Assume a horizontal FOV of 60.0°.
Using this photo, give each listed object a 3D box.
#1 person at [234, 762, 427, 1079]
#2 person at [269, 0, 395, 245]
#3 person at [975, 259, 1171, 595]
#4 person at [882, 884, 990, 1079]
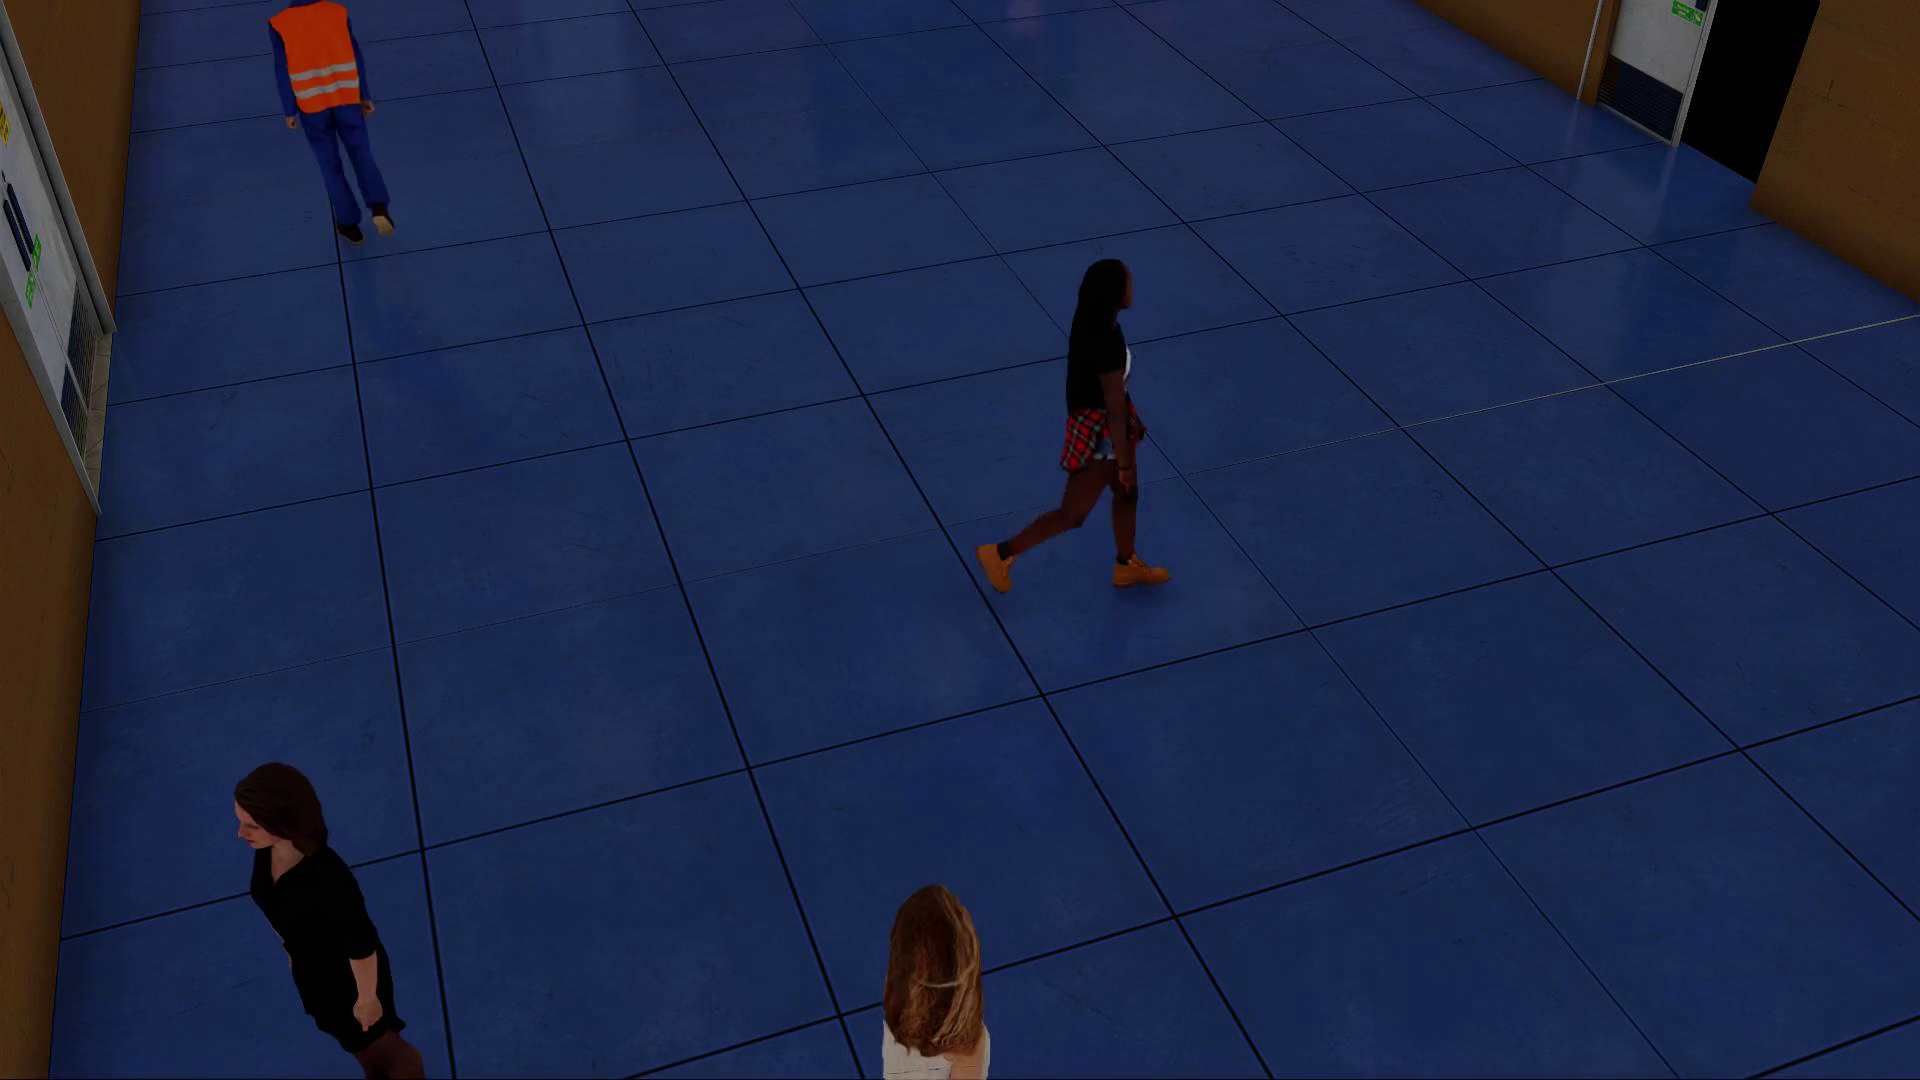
[{"bbox_3d":[-1.896,1.308,5.089,0.660,1.704,0.668,25,44,30],"label":"person"},{"bbox_3d":[-3.865,-2.653,10.257,0.910,1.851,0.888,-24,43,-28],"label":"person"},{"bbox_3d":[0.519,-0.419,7.415,1.225,1.688,0.844,-1,37,-1],"label":"person"},{"bbox_3d":[-0.105,1.700,4.564,0.724,1.724,0.723,-18,40,-22],"label":"person"}]
